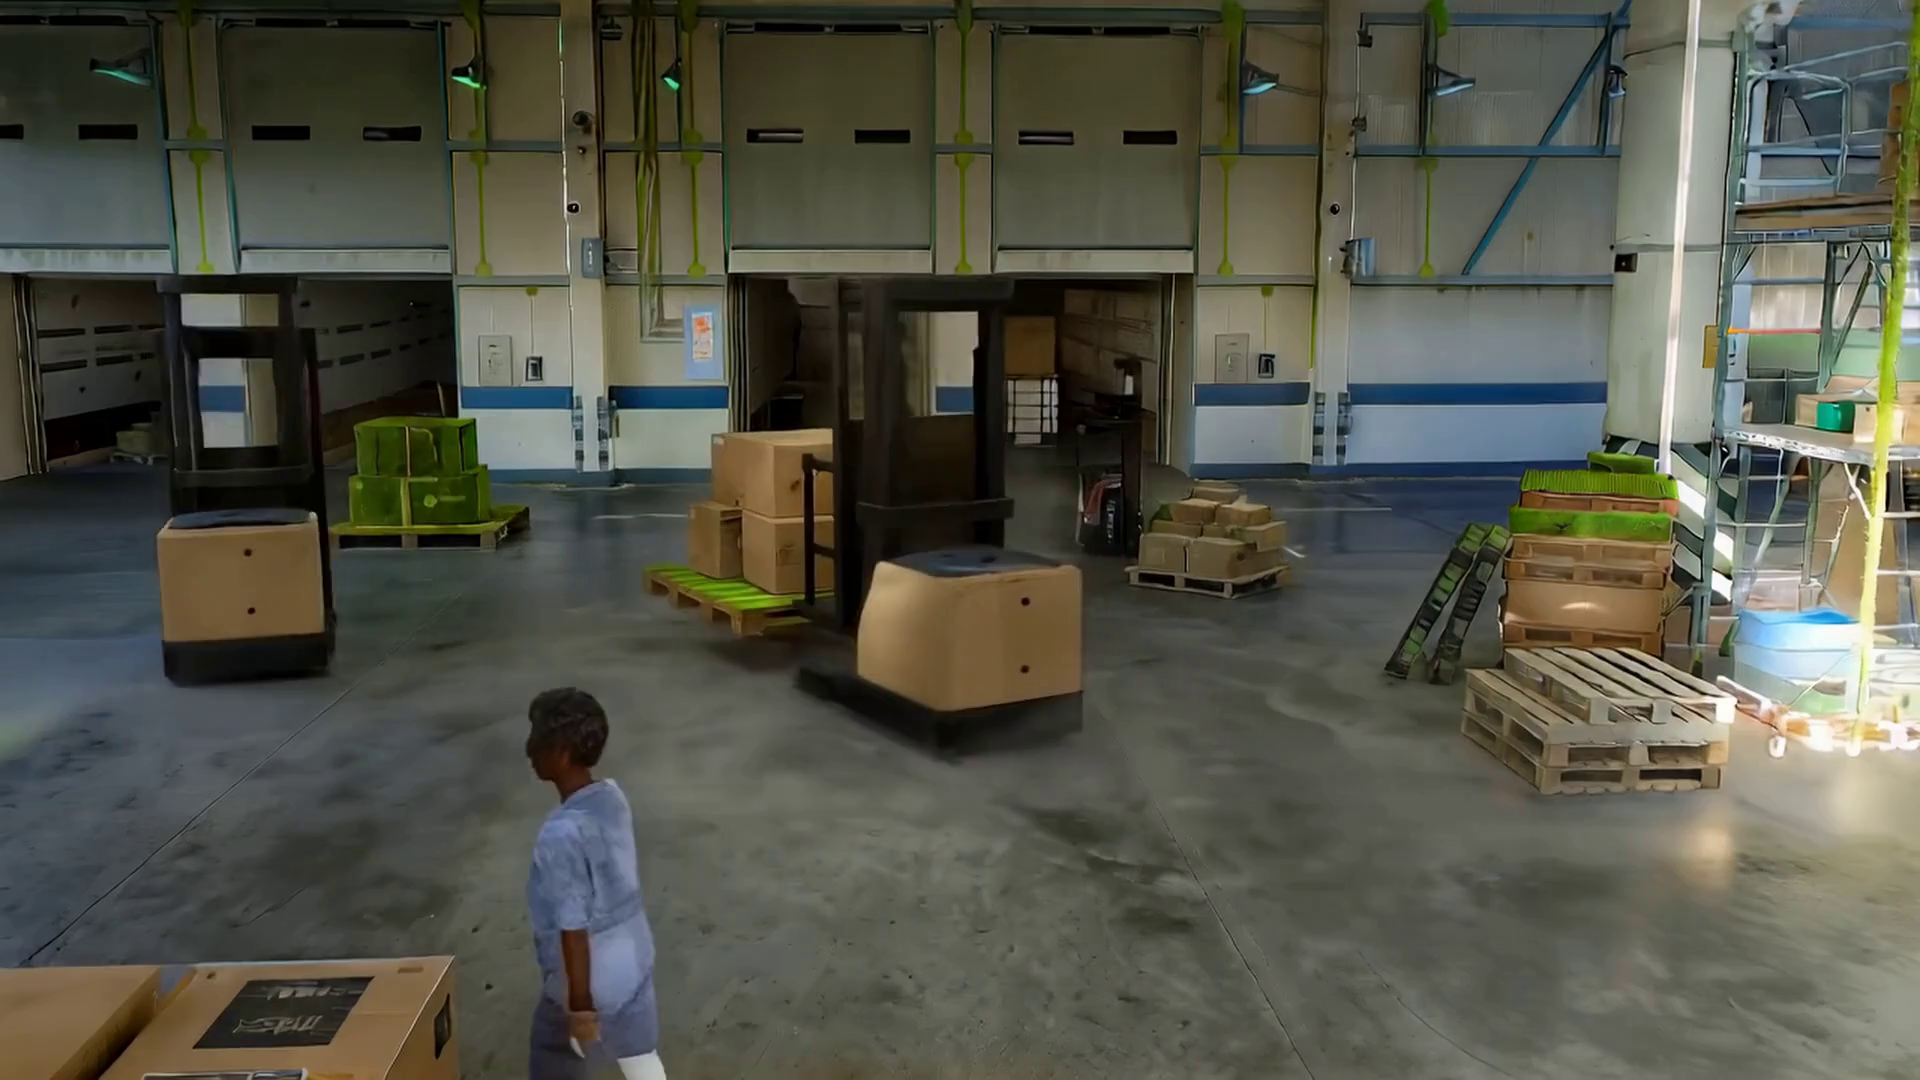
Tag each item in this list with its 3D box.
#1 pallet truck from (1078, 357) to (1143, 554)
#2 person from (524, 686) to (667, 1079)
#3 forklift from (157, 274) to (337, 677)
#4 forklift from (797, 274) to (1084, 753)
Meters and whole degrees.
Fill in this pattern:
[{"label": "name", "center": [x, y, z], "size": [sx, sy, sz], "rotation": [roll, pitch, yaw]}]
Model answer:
[{"label": "pallet truck", "center": [2.088, -0.836, 16.757], "size": [1.885, 1.965, 0.823], "rotation": [2, 9, 13]}, {"label": "person", "center": [-1.136, 1.240, 4.766], "size": [0.817, 1.655, 0.550], "rotation": [1, 9, 7]}, {"label": "forklift", "center": [-5.254, -0.547, 12.185], "size": [1.129, 2.768, 1.873], "rotation": [-3, 10, -19]}, {"label": "forklift", "center": [-0.138, -0.263, 10.396], "size": [1.129, 2.768, 1.873], "rotation": [-5, 10, -30]}]
